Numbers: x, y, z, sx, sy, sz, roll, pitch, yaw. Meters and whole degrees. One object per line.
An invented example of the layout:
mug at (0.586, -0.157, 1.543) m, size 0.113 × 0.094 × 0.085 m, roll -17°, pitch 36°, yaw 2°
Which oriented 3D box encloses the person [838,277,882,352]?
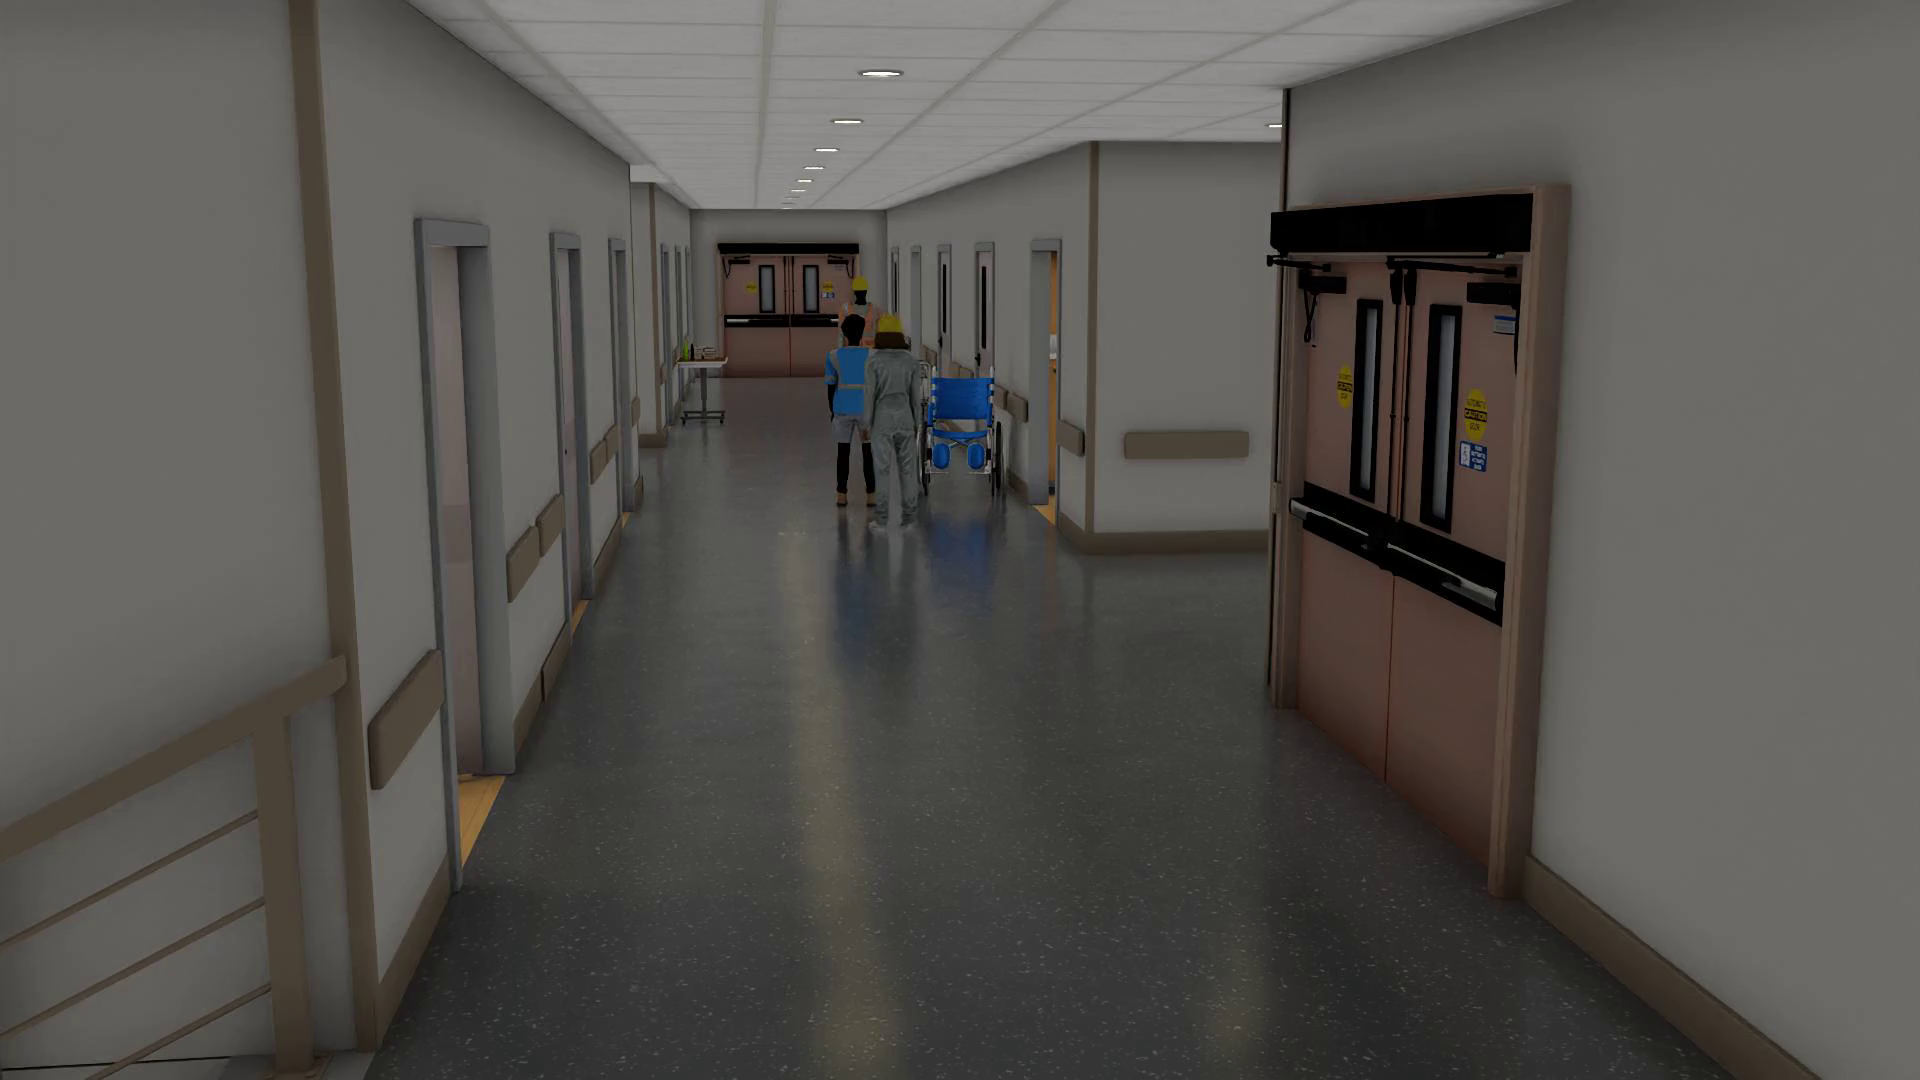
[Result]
person at (-1.293, -2.454, 21.648) m, size 0.585 × 1.929 × 0.371 m, roll -2°, pitch 10°, yaw -12°

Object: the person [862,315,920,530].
person at (-0.558, -0.945, 13.452) m, size 0.485 × 1.731 × 0.367 m, roll -5°, pitch 11°, yaw -25°

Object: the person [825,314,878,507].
person at (-0.915, -1.129, 14.602) m, size 0.535 × 1.699 × 0.318 m, roll 1°, pitch 10°, yaw 5°
